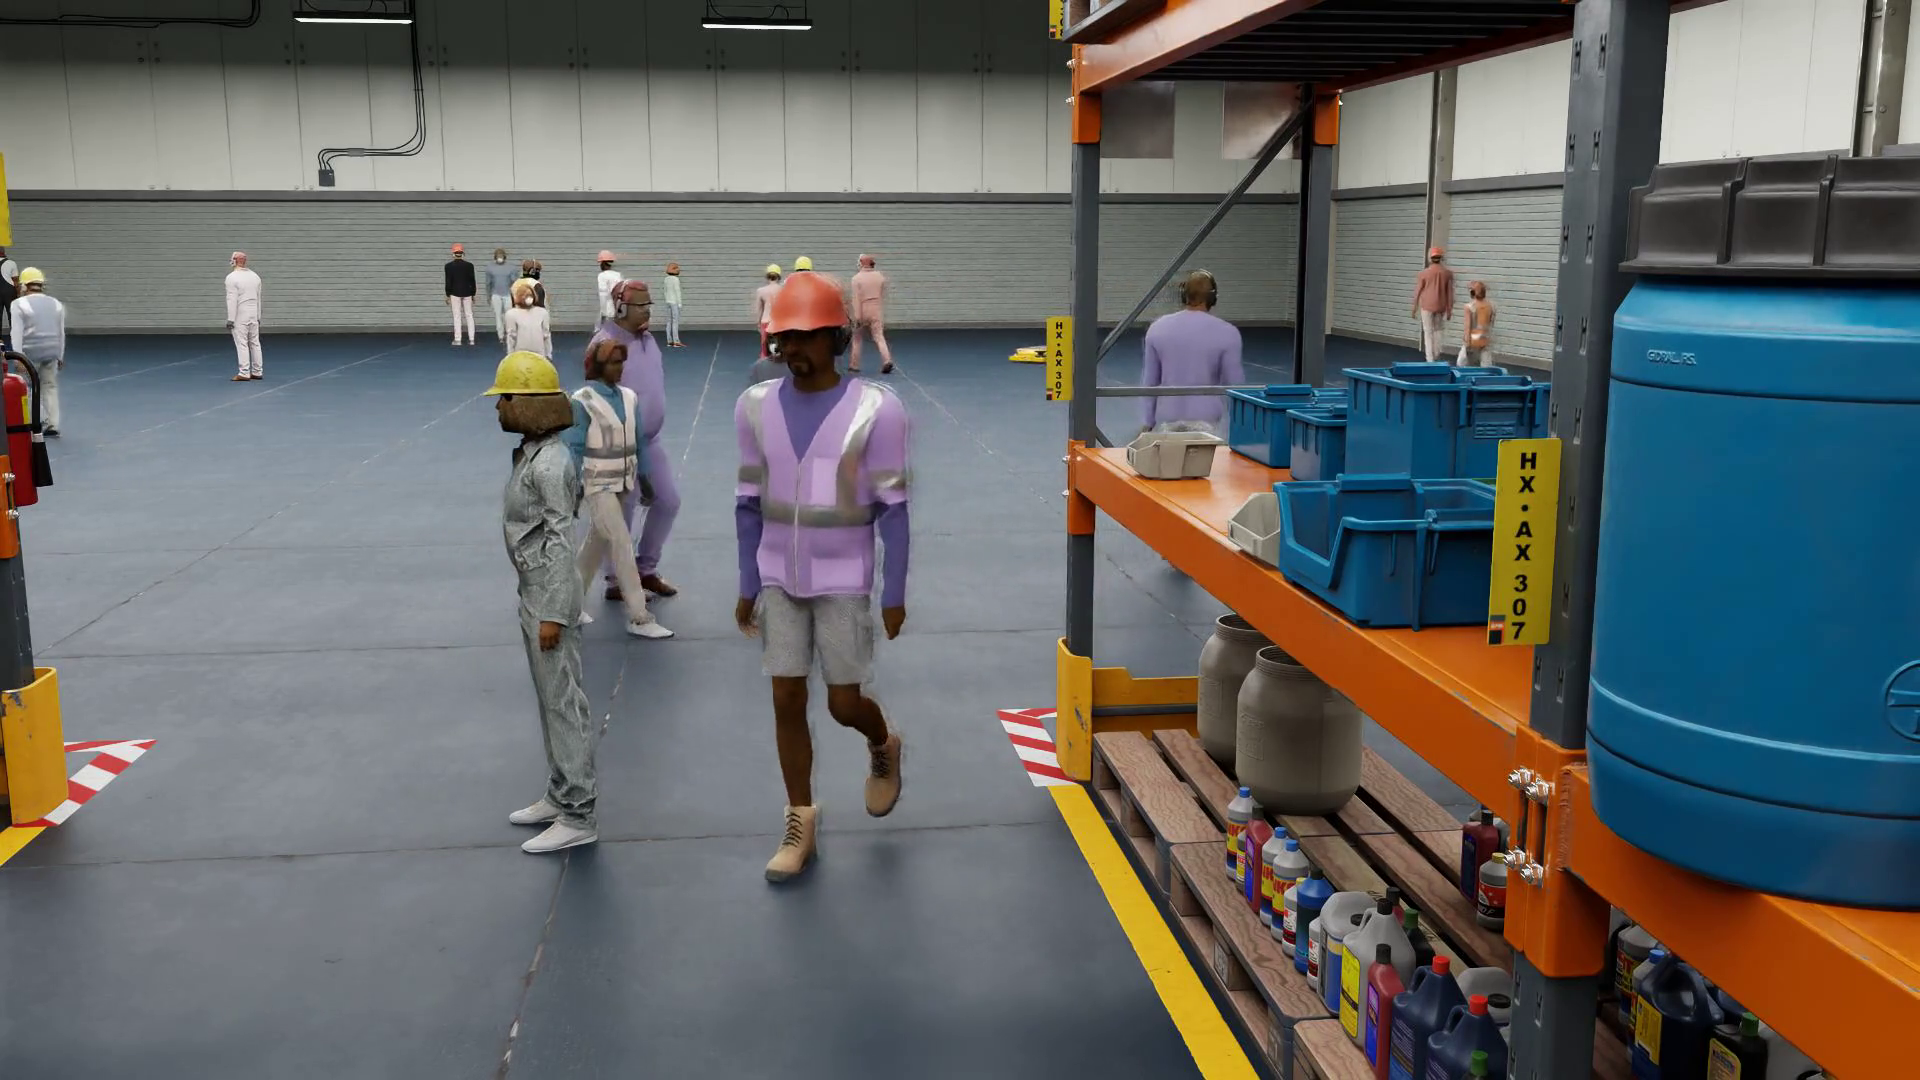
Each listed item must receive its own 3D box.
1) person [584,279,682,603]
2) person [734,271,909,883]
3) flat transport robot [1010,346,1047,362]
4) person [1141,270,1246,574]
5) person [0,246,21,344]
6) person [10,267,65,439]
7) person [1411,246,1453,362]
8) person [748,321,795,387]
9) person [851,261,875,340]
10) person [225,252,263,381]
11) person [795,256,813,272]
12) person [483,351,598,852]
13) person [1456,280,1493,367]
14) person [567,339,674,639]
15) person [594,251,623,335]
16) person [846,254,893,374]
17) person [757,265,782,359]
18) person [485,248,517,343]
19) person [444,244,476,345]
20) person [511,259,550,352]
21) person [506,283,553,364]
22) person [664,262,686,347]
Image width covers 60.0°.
[{"bbox_3d":[-1.865,-0.562,9.667,0.526,1.889,0.673,4,11,20],"label":"person"},{"bbox_3d":[-0.442,0.108,5.634,0.611,2.026,0.644,4,11,21],"label":"person"},{"bbox_3d":[1.489,-3.223,28.698,0.652,0.197,1.431,6,12,31],"label":"flat transport robot"},{"bbox_3d":[1.535,-0.760,10.665,0.665,1.914,0.723,6,12,30],"label":"person"},{"bbox_3d":[-19.060,-4.920,33.145,0.688,2.000,0.539,-2,11,-12],"label":"person"},{"bbox_3d":[-9.749,-1.963,17.560,0.469,1.808,0.617,5,12,26],"label":"person"},{"bbox_3d":[7.669,-3.786,27.129,0.617,1.973,0.677,-2,10,-9],"label":"person"},{"bbox_3d":[-1.128,-0.632,10.810,0.519,1.610,0.414,3,11,17],"label":"person"},{"bbox_3d":[-1.864,-4.782,33.418,0.527,1.662,0.844,7,12,34],"label":"person"},{"bbox_3d":[-10.655,-3.310,24.685,0.407,1.906,0.655,3,11,17],"label":"person"},{"bbox_3d":[-1.964,-2.632,21.007,0.583,1.894,0.938,3,11,18],"label":"person"},{"bbox_3d":[-1.469,0.214,5.816,0.312,1.743,0.493,-4,11,-21],"label":"person"},{"bbox_3d":[6.464,-2.431,20.711,0.513,1.599,0.842,-5,12,-26],"label":"person"},{"bbox_3d":[-1.919,-0.291,8.981,0.844,1.599,0.528,5,11,25],"label":"person"},{"bbox_3d":[-5.669,-3.644,26.524,0.883,1.900,0.584,6,12,29],"label":"person"},{"bbox_3d":[-1.411,-3.540,26.046,0.628,1.874,0.946,-8,13,-36],"label":"person"},{"bbox_3d":[-2.711,-3.150,24.325,0.543,1.714,0.908,2,10,10],"label":"person"},{"bbox_3d":[-9.248,-4.935,33.582,0.628,1.916,0.684,-2,11,-13],"label":"person"},{"bbox_3d":[-9.885,-4.851,32.892,0.623,1.992,0.396,-8,13,-37],"label":"person"},{"bbox_3d":[-5.636,-2.780,21.978,0.620,1.838,0.429,10,14,43],"label":"person"},{"bbox_3d":[-4.865,-2.085,18.757,0.514,1.615,0.461,-7,13,-34],"label":"person"},{"bbox_3d":[-5.580,-4.592,32.452,0.280,1.636,0.498,-9,14,-40],"label":"person"}]
